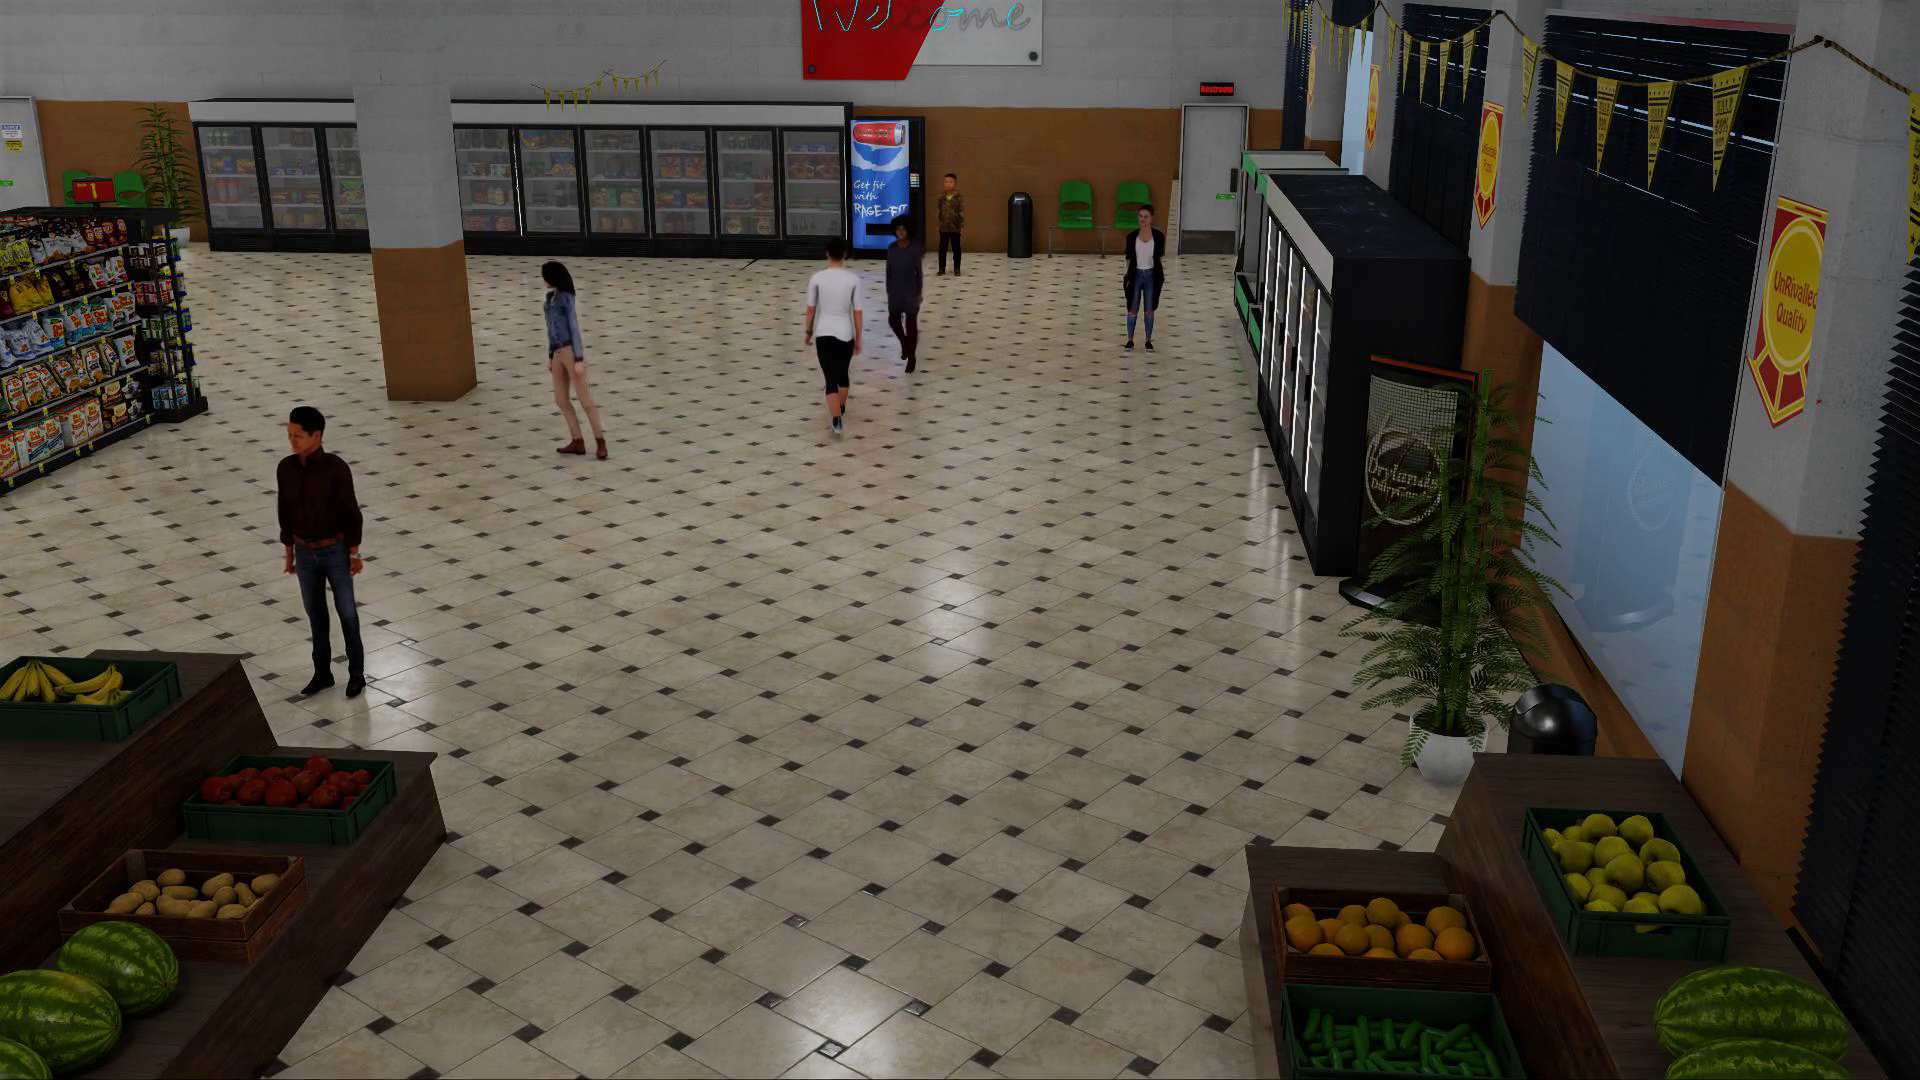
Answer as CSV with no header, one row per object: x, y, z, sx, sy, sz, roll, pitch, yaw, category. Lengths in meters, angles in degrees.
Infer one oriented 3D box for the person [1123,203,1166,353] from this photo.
2.107,-3.010,19.083,0.624,1.684,0.551,2,19,7,person

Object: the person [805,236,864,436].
-1.165,-1.859,15.473,0.899,1.810,1.258,-3,19,-9,person

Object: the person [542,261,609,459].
-3.429,-1.577,14.745,0.824,1.740,0.889,15,23,37,person

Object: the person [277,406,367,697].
-3.757,0.064,9.821,0.640,1.777,0.505,2,19,7,person

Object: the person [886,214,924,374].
-0.567,-2.683,18.092,0.663,1.698,0.763,5,19,15,person

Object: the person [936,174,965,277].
-0.138,-4.557,24.031,0.564,1.454,0.548,2,19,7,person
